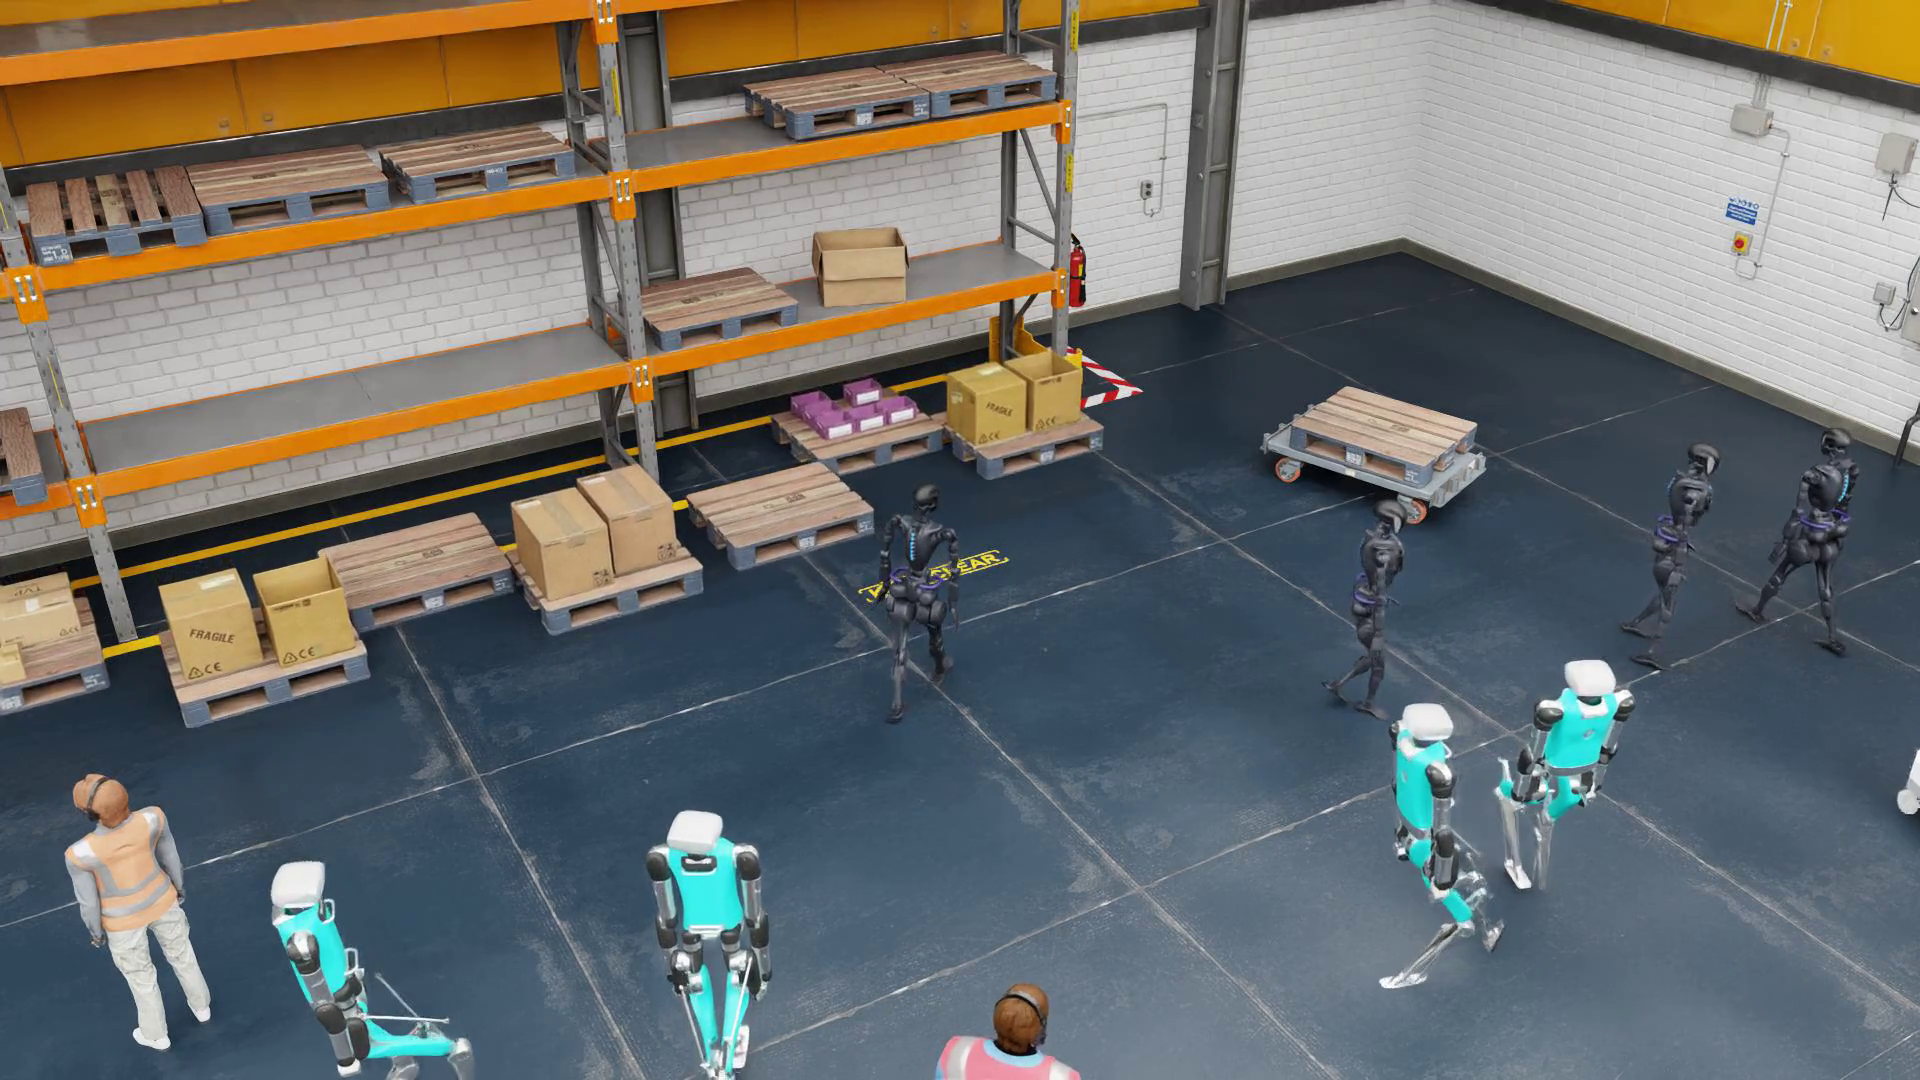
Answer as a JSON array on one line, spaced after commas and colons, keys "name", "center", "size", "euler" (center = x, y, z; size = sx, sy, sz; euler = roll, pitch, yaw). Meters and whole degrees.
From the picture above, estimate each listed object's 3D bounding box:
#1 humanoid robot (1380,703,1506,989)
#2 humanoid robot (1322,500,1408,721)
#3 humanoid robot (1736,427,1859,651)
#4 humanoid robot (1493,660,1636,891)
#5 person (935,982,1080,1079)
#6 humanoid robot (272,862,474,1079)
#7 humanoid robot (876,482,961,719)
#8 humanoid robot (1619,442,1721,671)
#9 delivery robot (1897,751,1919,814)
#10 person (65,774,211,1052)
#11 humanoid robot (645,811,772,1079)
[{"name": "humanoid robot", "center": [2.649, 1.606, 8.691], "size": [0.932, 1.804, 0.563], "euler": [-7, 30, -11]}, {"name": "humanoid robot", "center": [2.650, 0.435, 10.791], "size": [0.472, 1.638, 0.611], "euler": [8, 30, 13]}, {"name": "humanoid robot", "center": [6.007, -0.036, 11.658], "size": [0.583, 1.620, 0.803], "euler": [-13, 32, -22]}, {"name": "humanoid robot", "center": [3.223, 1.318, 9.234], "size": [0.548, 1.844, 0.813], "euler": [-5, 30, -8]}, {"name": "person", "center": [0.212, 2.563, 6.855], "size": [0.629, 1.835, 0.432], "euler": [10, 31, 17]}, {"name": "humanoid robot", "center": [-2.572, 2.162, 7.702], "size": [1.003, 1.774, 0.530], "euler": [-10, 31, -17]}, {"name": "humanoid robot", "center": [-0.289, 0.357, 10.973], "size": [0.609, 1.628, 0.791], "euler": [11, 31, 18]}, {"name": "humanoid robot", "center": [4.885, 0.058, 11.446], "size": [0.404, 1.639, 0.591], "euler": [12, 32, 20]}, {"name": "delivery robot", "center": [5.998, 1.592, 9.878], "size": [0.499, 0.606, 0.796], "euler": [-4, 30, -8]}, {"name": "person", "center": [-4.096, 1.849, 8.301], "size": [0.305, 1.645, 0.519], "euler": [21, 35, 32]}, {"name": "humanoid robot", "center": [-1.175, 2.143, 7.736], "size": [0.559, 1.753, 1.044], "euler": [2, 30, 3]}]
